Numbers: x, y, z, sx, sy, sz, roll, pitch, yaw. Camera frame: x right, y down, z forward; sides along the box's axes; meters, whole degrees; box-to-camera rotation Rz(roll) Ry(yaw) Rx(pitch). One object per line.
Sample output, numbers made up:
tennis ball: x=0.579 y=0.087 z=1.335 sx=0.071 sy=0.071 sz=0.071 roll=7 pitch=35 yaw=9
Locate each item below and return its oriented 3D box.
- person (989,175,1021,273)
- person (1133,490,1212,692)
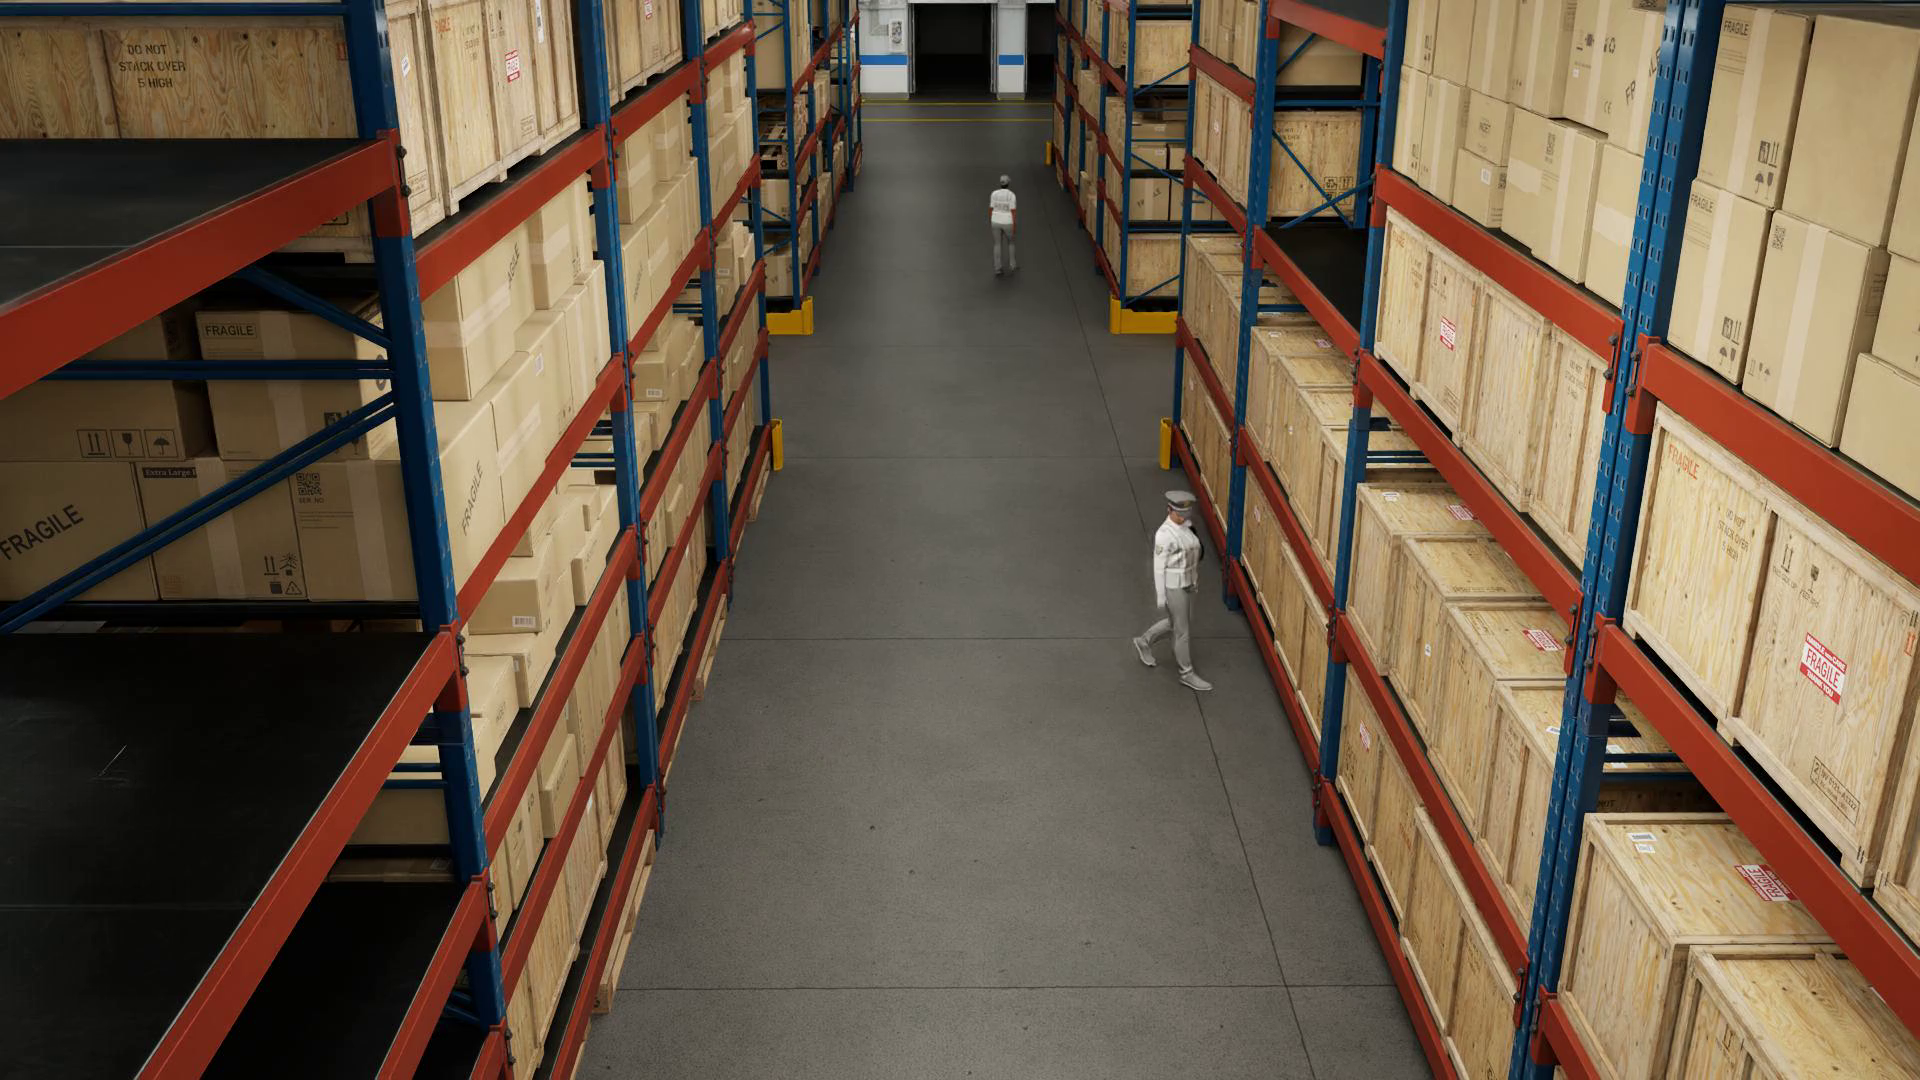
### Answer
person: x=0.763 y=-5.397 z=28.318 sx=0.484 sy=1.665 sz=0.640 roll=5 pitch=22 yaw=13
person: x=1.786 y=0.379 z=13.697 sx=0.777 sy=1.661 sz=0.506 roll=13 pitch=25 yaw=29
